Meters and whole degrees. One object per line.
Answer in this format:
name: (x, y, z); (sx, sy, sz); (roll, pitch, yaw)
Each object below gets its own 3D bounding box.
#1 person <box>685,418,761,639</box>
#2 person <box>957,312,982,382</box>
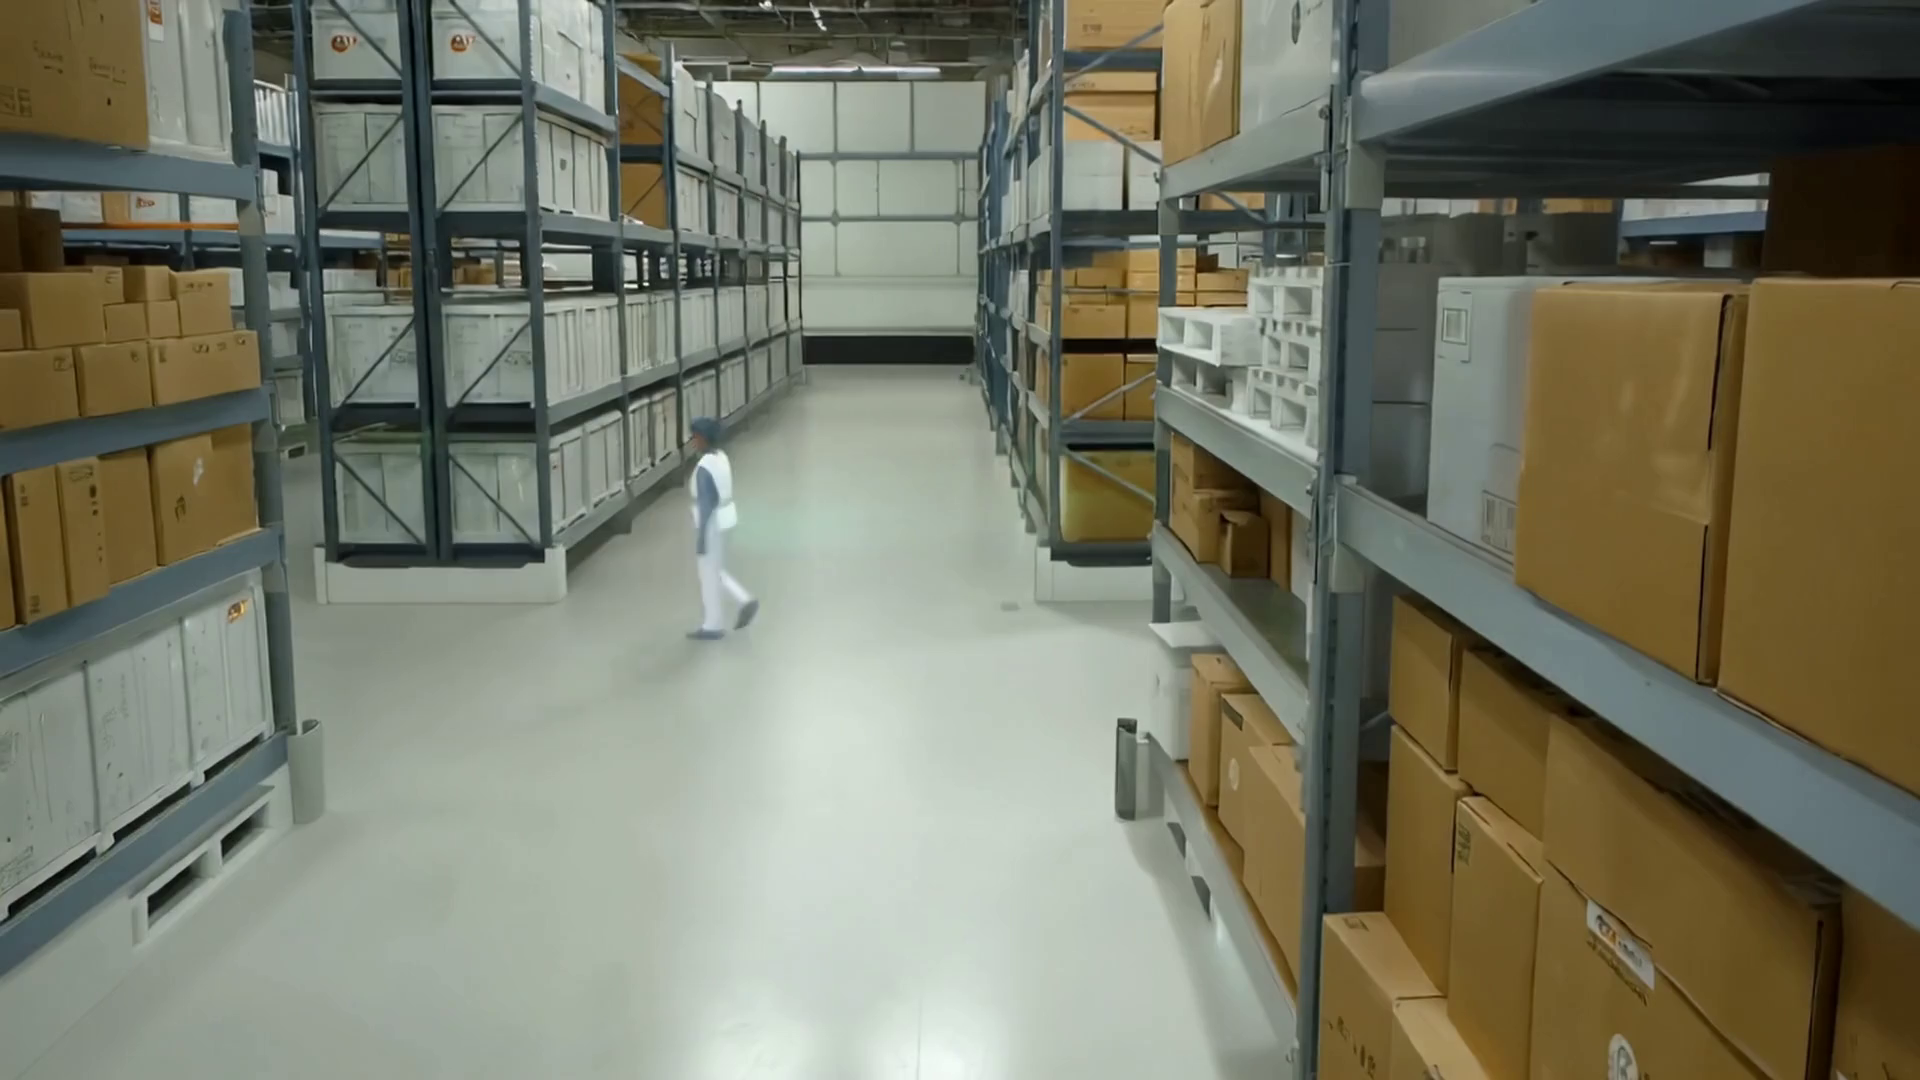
person: (-1.977, -0.086, 13.585); (0.501, 1.834, 0.564); (1, 9, 4)
person: (0.407, -5.146, 44.399); (0.901, 1.916, 0.635); (0, 9, 2)
